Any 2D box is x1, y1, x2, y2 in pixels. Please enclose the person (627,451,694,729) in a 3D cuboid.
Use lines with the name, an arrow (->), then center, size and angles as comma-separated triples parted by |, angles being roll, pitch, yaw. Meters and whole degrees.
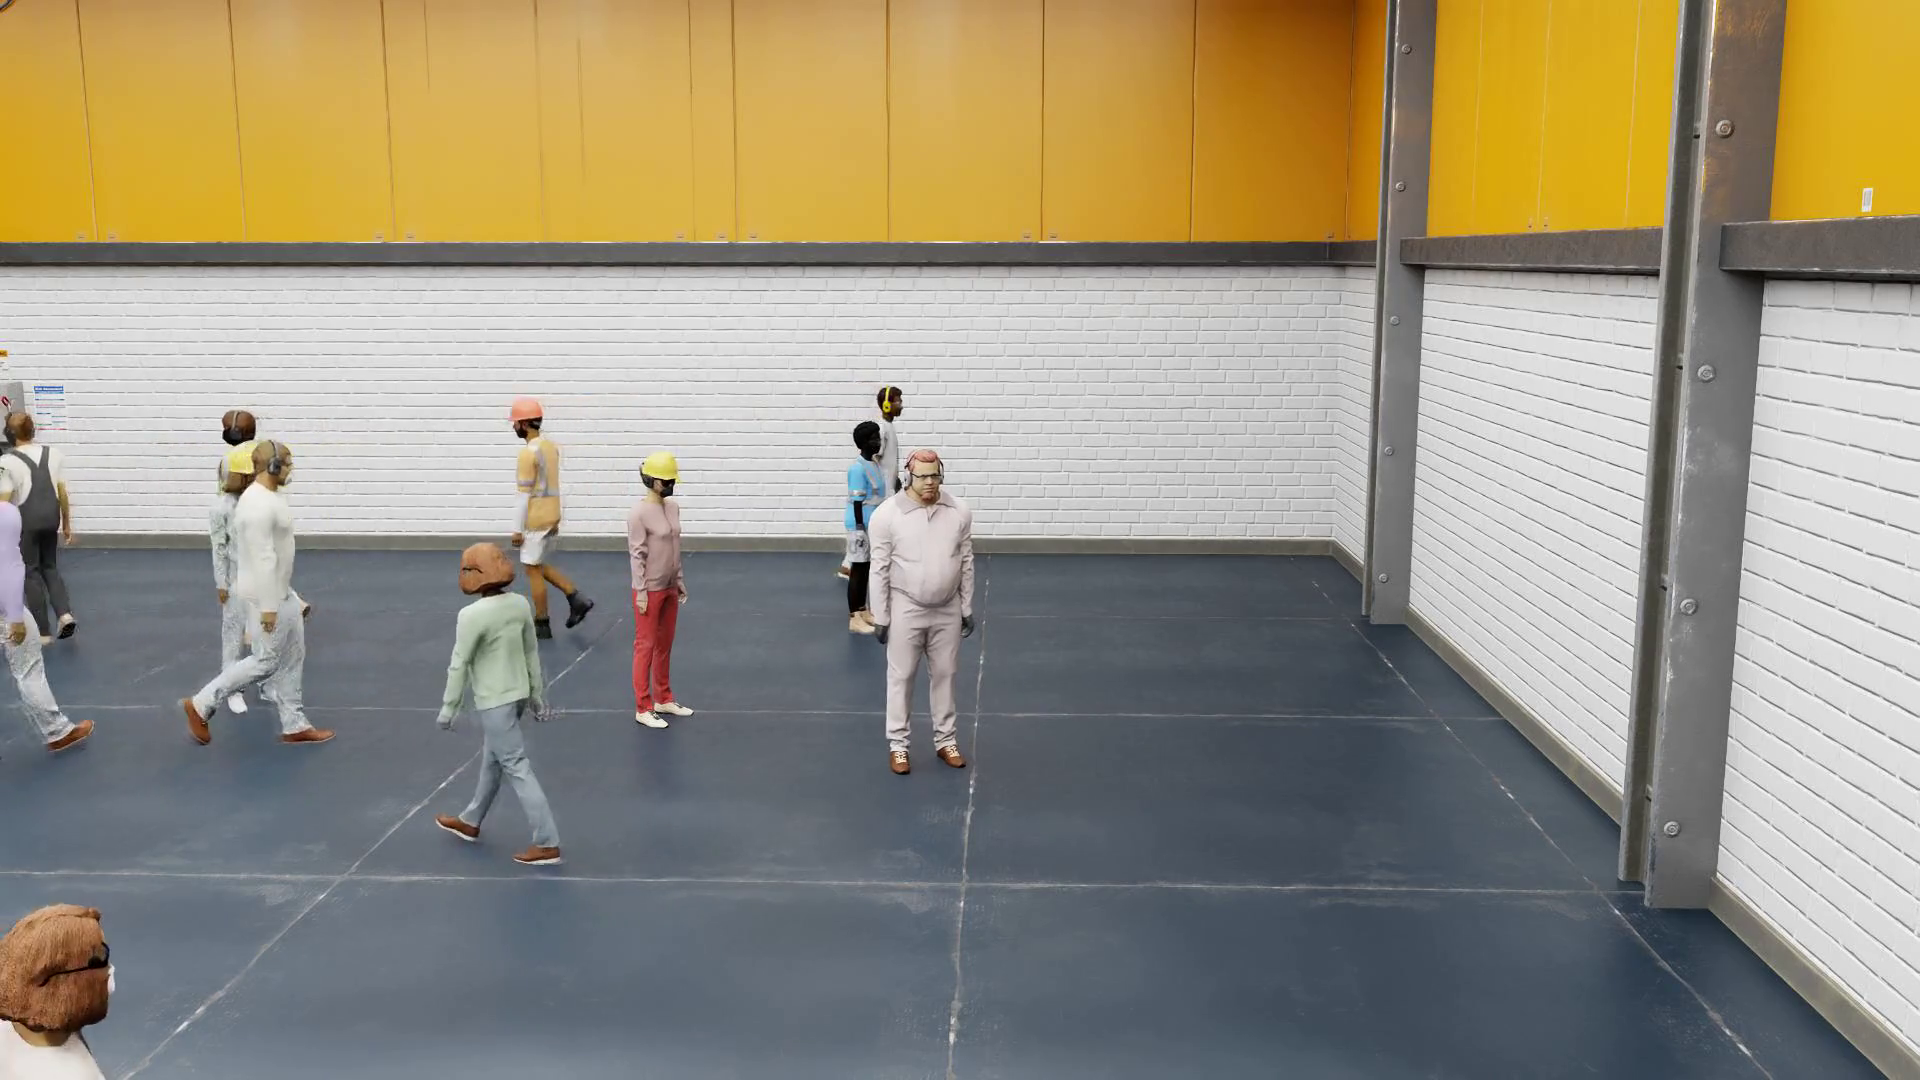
person -> -1.919, 0.309, 10.654 | 0.319, 1.763, 0.522 | 4, 10, 21

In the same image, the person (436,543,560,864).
person -> -2.329, 0.807, 8.255 | 0.841, 1.583, 0.508 | 3, 10, 18

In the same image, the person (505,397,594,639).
person -> -3.249, -0.158, 12.949 | 0.541, 1.917, 0.543 | 1, 10, 5

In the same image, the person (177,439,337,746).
person -> -4.289, 0.343, 10.051 | 0.797, 1.904, 0.633 | -3, 10, -17

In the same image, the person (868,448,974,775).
person -> -0.206, 0.410, 9.660 | 0.639, 1.900, 0.404 | -4, 11, -23

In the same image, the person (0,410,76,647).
person -> -7.088, -0.082, 12.730 | 0.398, 1.833, 0.532 | 6, 11, 30

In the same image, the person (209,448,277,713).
person -> -4.680, 0.258, 11.000 | 0.324, 1.743, 0.491 | 7, 12, 37

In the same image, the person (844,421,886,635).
person -> -0.753, -0.107, 13.267 | 0.321, 1.696, 0.536 | 2, 10, 11

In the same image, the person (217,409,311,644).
person -> -5.414, -0.094, 12.796 | 0.564, 1.831, 0.631 | 2, 10, 11

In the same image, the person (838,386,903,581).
person -> -0.682, -0.496, 15.202 | 0.967, 1.827, 0.538 | 0, 10, 1

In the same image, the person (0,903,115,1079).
person -> -1.989, 1.576, 3.633 | 0.619, 1.615, 0.510 | -9, 13, -43

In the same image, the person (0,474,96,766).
person -> -5.597, 0.390, 9.760 | 0.654, 1.903, 0.880 | 3, 10, 17
